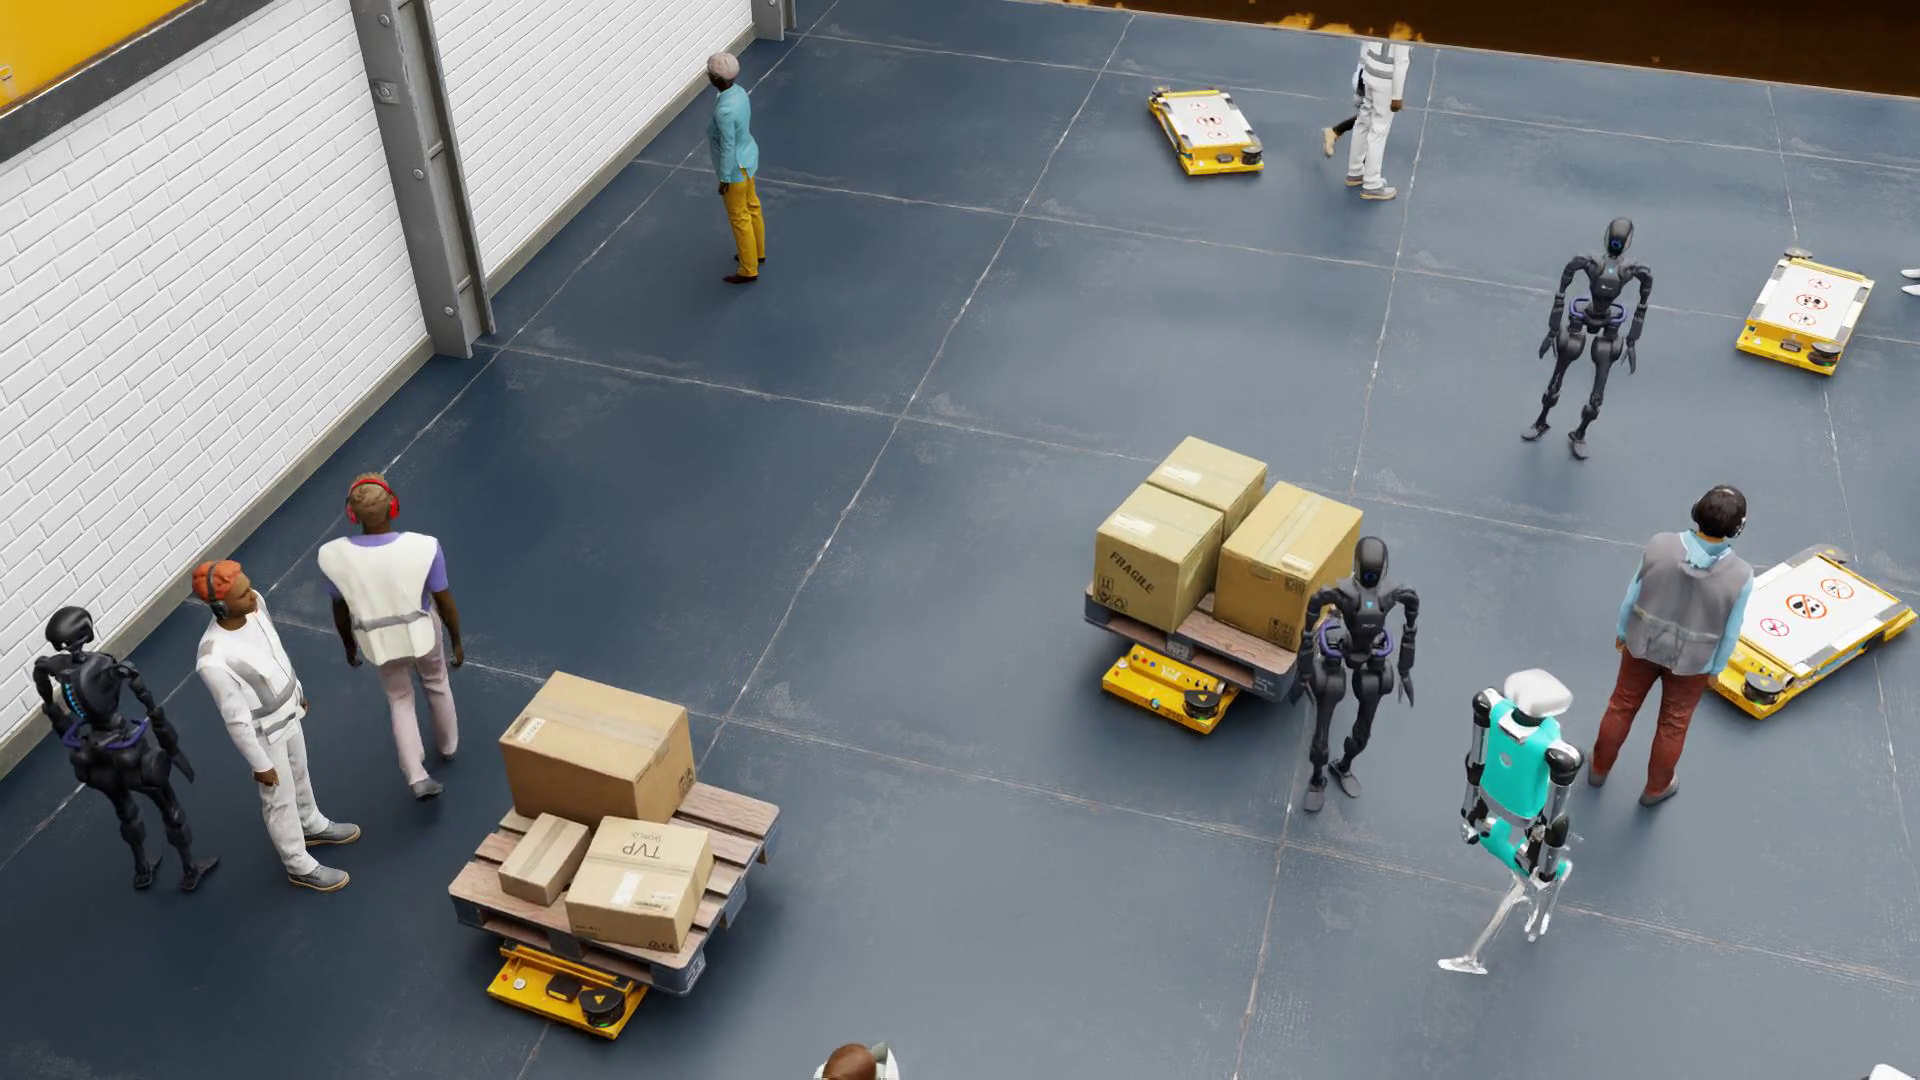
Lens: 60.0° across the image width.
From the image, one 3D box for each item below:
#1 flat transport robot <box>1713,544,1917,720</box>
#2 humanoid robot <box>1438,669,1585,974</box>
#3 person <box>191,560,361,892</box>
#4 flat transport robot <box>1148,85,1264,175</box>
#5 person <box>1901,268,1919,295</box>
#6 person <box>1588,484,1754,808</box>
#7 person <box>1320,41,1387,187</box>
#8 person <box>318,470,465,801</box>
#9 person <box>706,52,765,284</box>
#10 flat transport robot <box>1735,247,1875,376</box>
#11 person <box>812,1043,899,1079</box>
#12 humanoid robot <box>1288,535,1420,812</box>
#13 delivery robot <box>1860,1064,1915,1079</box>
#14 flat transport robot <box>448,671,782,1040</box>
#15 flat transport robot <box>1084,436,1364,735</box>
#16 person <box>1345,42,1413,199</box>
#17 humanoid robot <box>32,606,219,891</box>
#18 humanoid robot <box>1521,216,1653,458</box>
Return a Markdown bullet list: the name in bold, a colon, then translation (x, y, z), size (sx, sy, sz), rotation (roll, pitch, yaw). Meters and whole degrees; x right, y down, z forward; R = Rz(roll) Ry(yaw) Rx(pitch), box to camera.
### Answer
- **flat transport robot**: translation (4.702, 0.492, 9.392), size (1.431, 0.231, 0.659), rotation (-23, 44, -26)
- **humanoid robot**: translation (2.590, 1.216, 7.362), size (0.818, 1.808, 0.575), rotation (-21, 43, -24)
- **person**: translation (-3.165, 0.850, 7.659), size (0.356, 1.884, 0.574), rotation (-2, 39, -3)
- **flat transport robot**: translation (2.127, -3.577, 14.454), size (0.659, 0.231, 1.431), rotation (-5, 39, -7)
- **person**: translation (7.267, -2.549, 12.088), size (0.316, 1.629, 0.506), rotation (19, 42, 22)
- **person**: translation (3.431, 0.536, 8.052), size (0.532, 1.879, 0.415), rotation (25, 45, 28)
- **person**: translation (3.295, -3.736, 13.529), size (0.635, 1.664, 0.549), rotation (27, 46, 29)
- **person**: translation (-2.723, 0.529, 8.115), size (0.582, 1.813, 0.646), rotation (-10, 40, -12)
- **person**: translation (-1.661, -2.725, 12.207), size (0.343, 1.753, 0.527), rotation (7, 39, 8)
- **flat transport robot**: translation (6.165, -1.675, 12.087), size (0.659, 0.231, 1.431), rotation (23, 44, 25)
- **person**: translation (-0.379, 2.343, 5.901), size (0.526, 1.753, 0.541), rotation (-26, 45, -29)
- **humanoid robot**: translation (1.925, 0.651, 8.072), size (0.610, 1.657, 0.359), rotation (0, 39, 0)
- **delivery robot**: translation (3.962, 2.472, 6.709), size (0.808, 0.604, 0.499), rotation (26, 46, 29)
- **flat transport robot**: translation (-1.580, 1.671, 7.925), size (0.659, 0.231, 1.431), rotation (13, 41, 16)
- **flat transport robot**: translation (1.442, 0.495, 9.389), size (0.659, 0.231, 1.431), rotation (23, 44, 26)
- **person**: translation (3.380, -3.654, 13.263), size (0.359, 1.882, 0.573), rotation (-10, 40, -12)
- **humanoid robot**: translation (-3.880, 0.967, 7.679), size (0.591, 1.653, 0.324), rotation (2, 39, 3)
- **humanoid robot**: translation (3.994, -1.288, 10.476), size (0.591, 1.649, 0.327), rotation (12, 40, 14)
